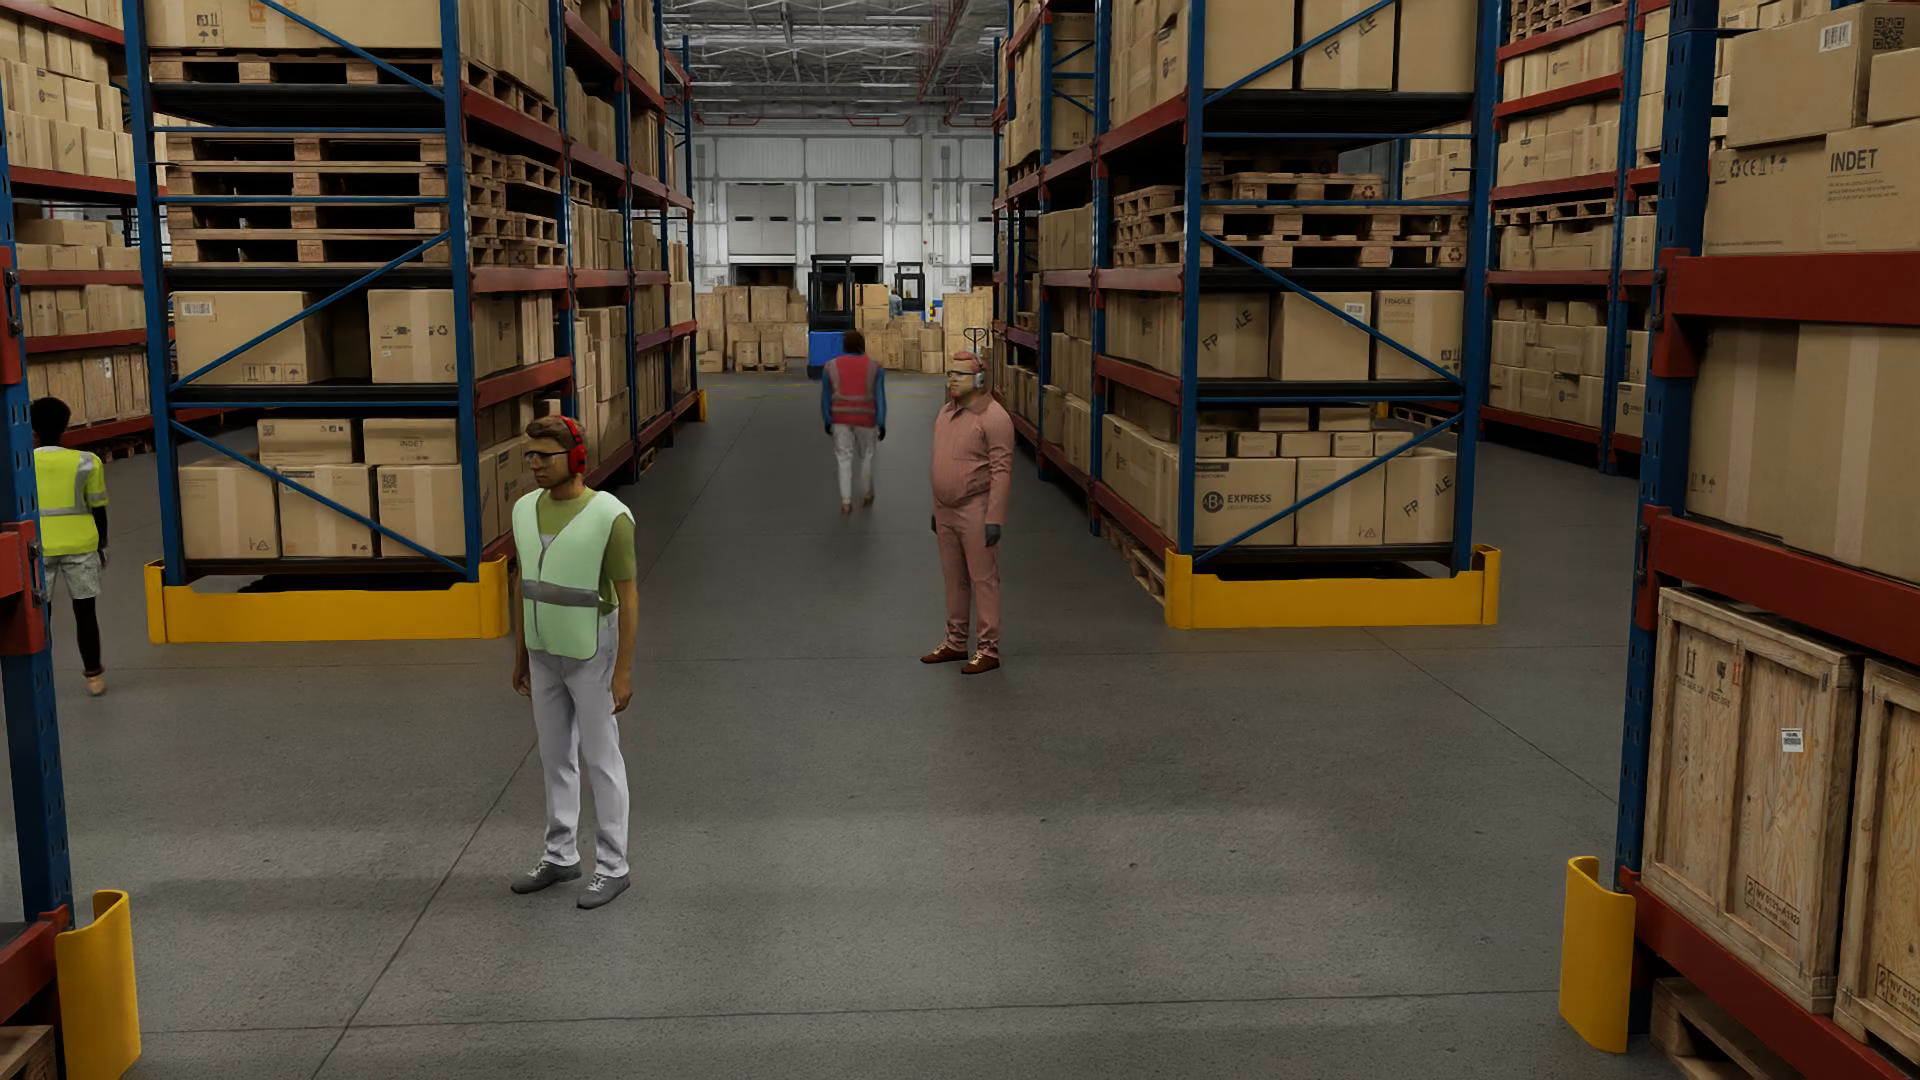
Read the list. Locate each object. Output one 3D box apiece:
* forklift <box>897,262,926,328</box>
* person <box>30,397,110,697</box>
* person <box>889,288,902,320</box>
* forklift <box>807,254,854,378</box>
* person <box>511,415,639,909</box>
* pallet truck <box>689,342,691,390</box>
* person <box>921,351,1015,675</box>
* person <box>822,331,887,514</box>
[{"bbox_3d":[-1.780,-8.547,59.499,1.129,2.768,1.873,-1,9,-4],"label":"forklift"},{"bbox_3d":[-4.992,0.056,9.209,0.537,1.692,0.320,-5,10,-29],"label":"person"},{"bbox_3d":[-2.301,-7.827,57.972,0.634,1.929,0.381,3,10,21],"label":"person"},{"bbox_3d":[-2.942,-5.145,38.138,1.129,2.768,1.873,-1,9,-4],"label":"forklift"},{"bbox_3d":[-1.445,0.447,6.260,0.573,1.843,0.374,5,10,30],"label":"person"},{"bbox_3d":[-5.225,-3.008,27.480,1.885,1.965,0.823,2,9,14],"label":"pallet truck"},{"bbox_3d":[0.027,-0.167,9.915,0.409,1.913,0.649,-7,12,-38],"label":"person"},{"bbox_3d":[-1.055,-1.188,16.690,0.644,1.792,0.942,0,9,0],"label":"person"}]
